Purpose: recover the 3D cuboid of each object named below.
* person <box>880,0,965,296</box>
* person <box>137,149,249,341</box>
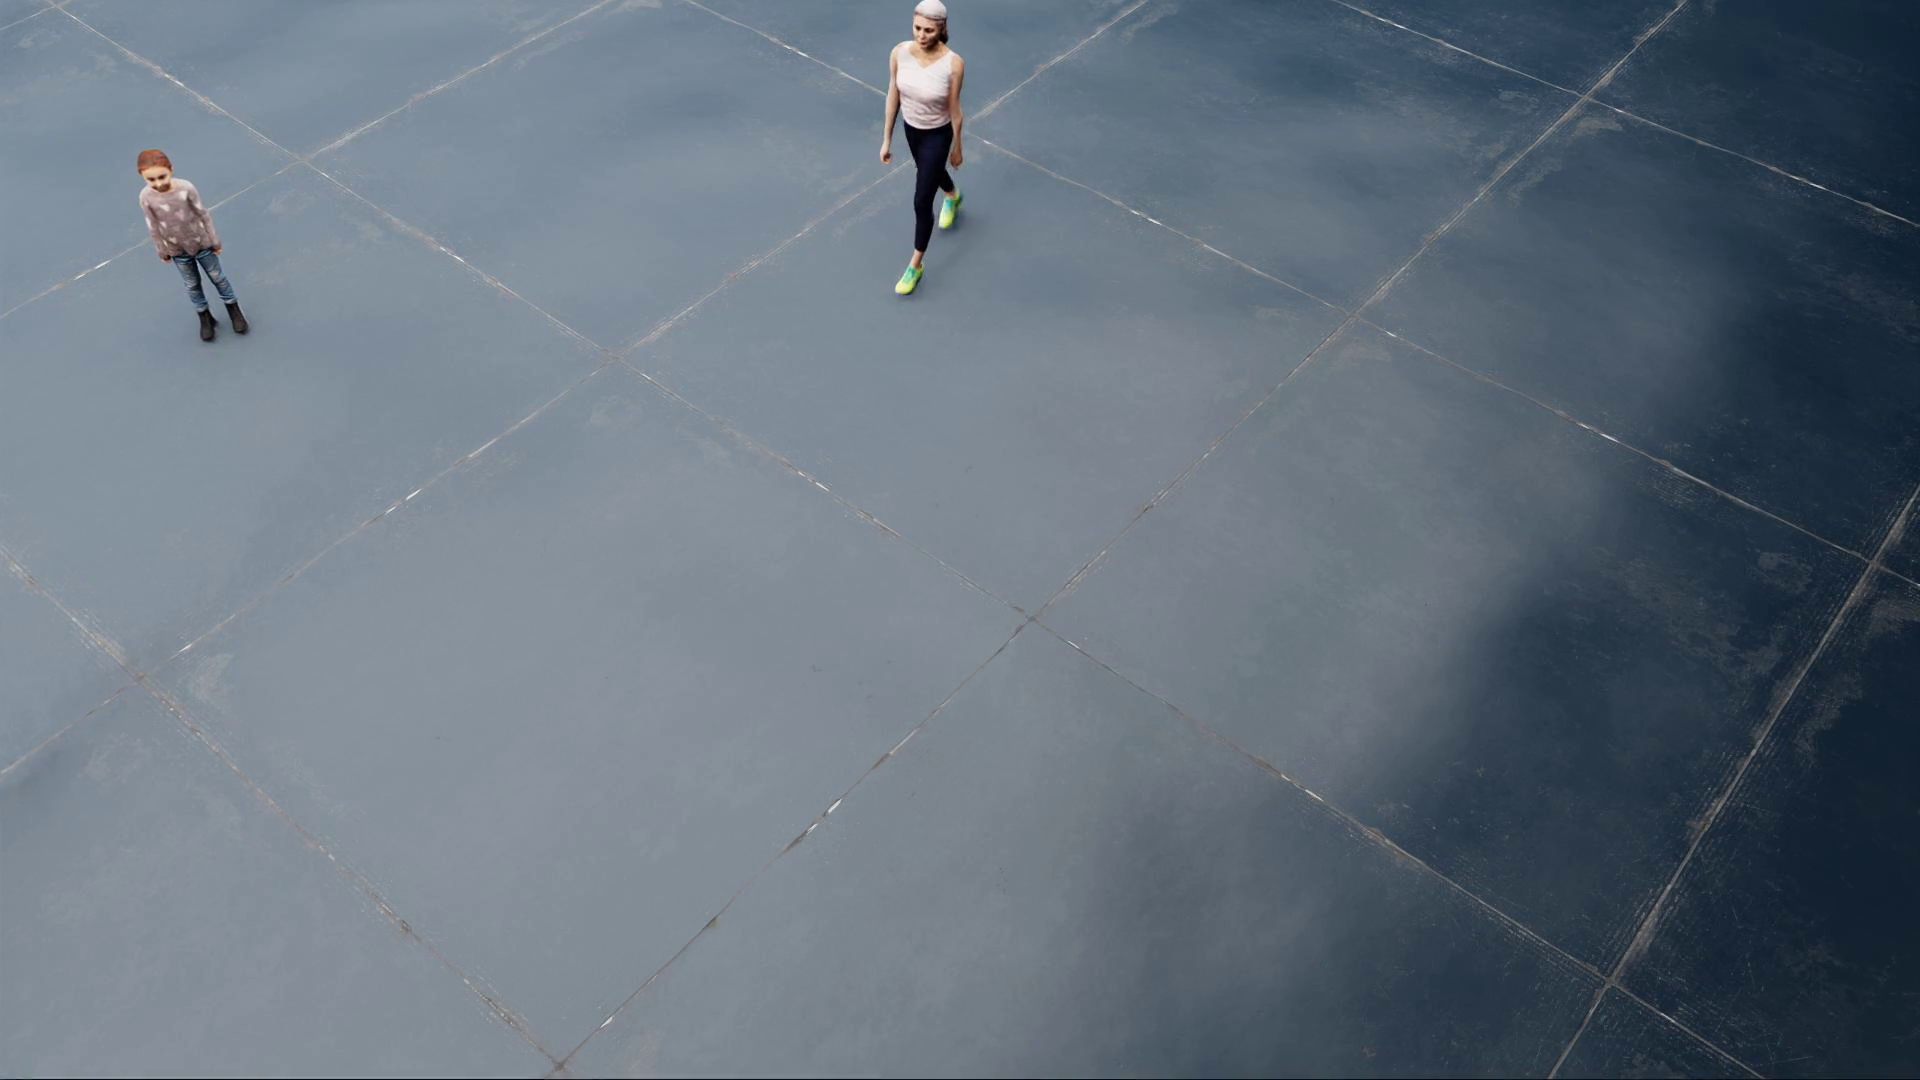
[{"bbox_3d":[-0.152,-2.330,9.467,0.733,1.665,1.211,23,51,20],"label":"person"},{"bbox_3d":[-4.249,-1.649,9.158,0.523,1.194,0.611,-14,49,-13],"label":"person"}]
